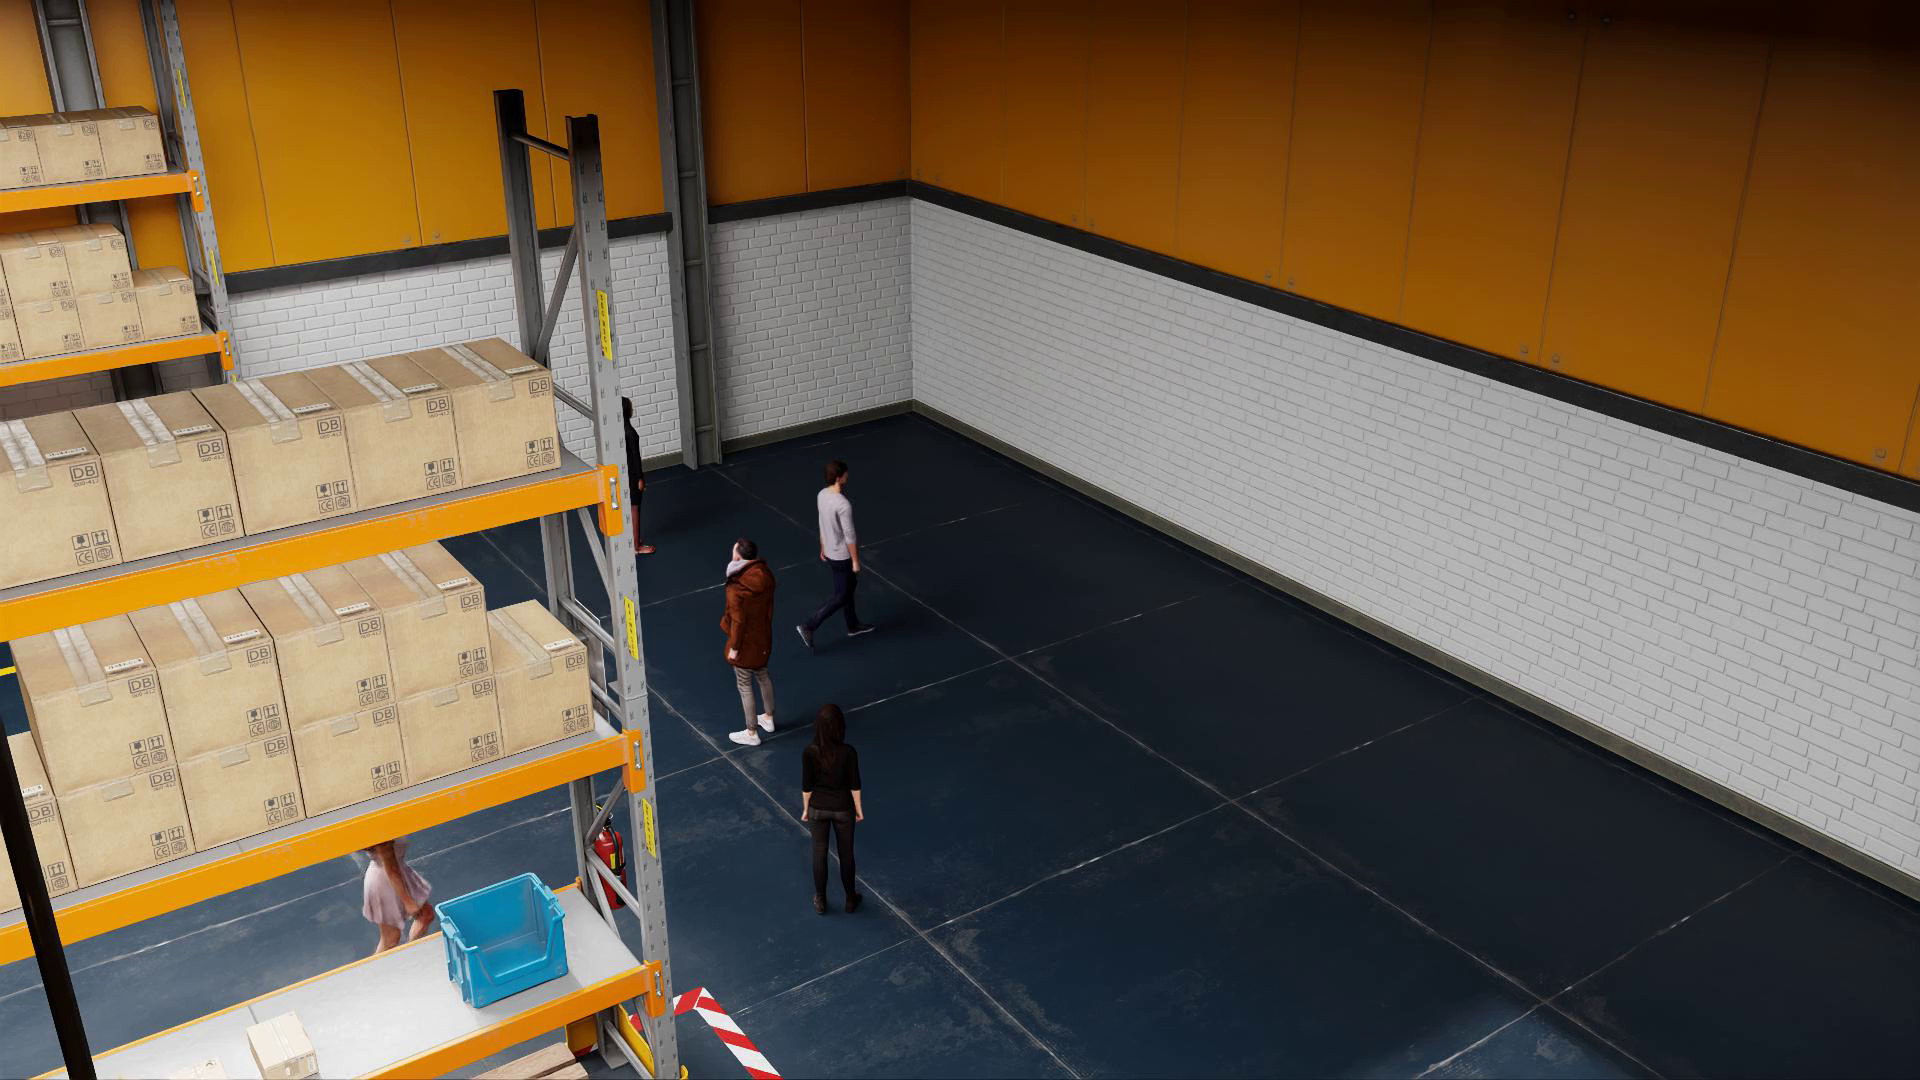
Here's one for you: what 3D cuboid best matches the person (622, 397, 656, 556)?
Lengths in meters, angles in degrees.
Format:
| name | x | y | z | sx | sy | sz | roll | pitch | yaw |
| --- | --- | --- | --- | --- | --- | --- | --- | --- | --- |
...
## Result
| name | x | y | z | sx | sy | sz | roll | pitch | yaw |
| --- | --- | --- | --- | --- | --- | --- | --- | --- | --- |
| person | -3.493 | -0.690 | 17.541 | 0.513 | 1.722 | 0.617 | -17 | 29 | -34 |

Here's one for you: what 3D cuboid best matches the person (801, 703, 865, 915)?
| name | x | y | z | sx | sy | sz | roll | pitch | yaw |
| --- | --- | --- | --- | --- | --- | --- | --- | --- | --- |
| person | -0.907 | 1.898 | 11.723 | 0.621 | 1.641 | 0.723 | 0 | 24 | 0 |

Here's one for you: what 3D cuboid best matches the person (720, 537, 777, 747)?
| name | x | y | z | sx | sy | sz | roll | pitch | yaw |
| --- | --- | --- | --- | --- | --- | --- | --- | --- | --- |
| person | -1.751 | 0.836 | 13.906 | 0.898 | 1.837 | 0.802 | 12 | 26 | 26 |

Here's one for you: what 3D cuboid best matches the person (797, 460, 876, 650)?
| name | x | y | z | sx | sy | sz | roll | pitch | yaw |
| --- | --- | --- | --- | --- | --- | --- | --- | --- | --- |
| person | -1.196 | 0.158 | 15.481 | 1.118 | 1.819 | 0.768 | -12 | 26 | -26 |
